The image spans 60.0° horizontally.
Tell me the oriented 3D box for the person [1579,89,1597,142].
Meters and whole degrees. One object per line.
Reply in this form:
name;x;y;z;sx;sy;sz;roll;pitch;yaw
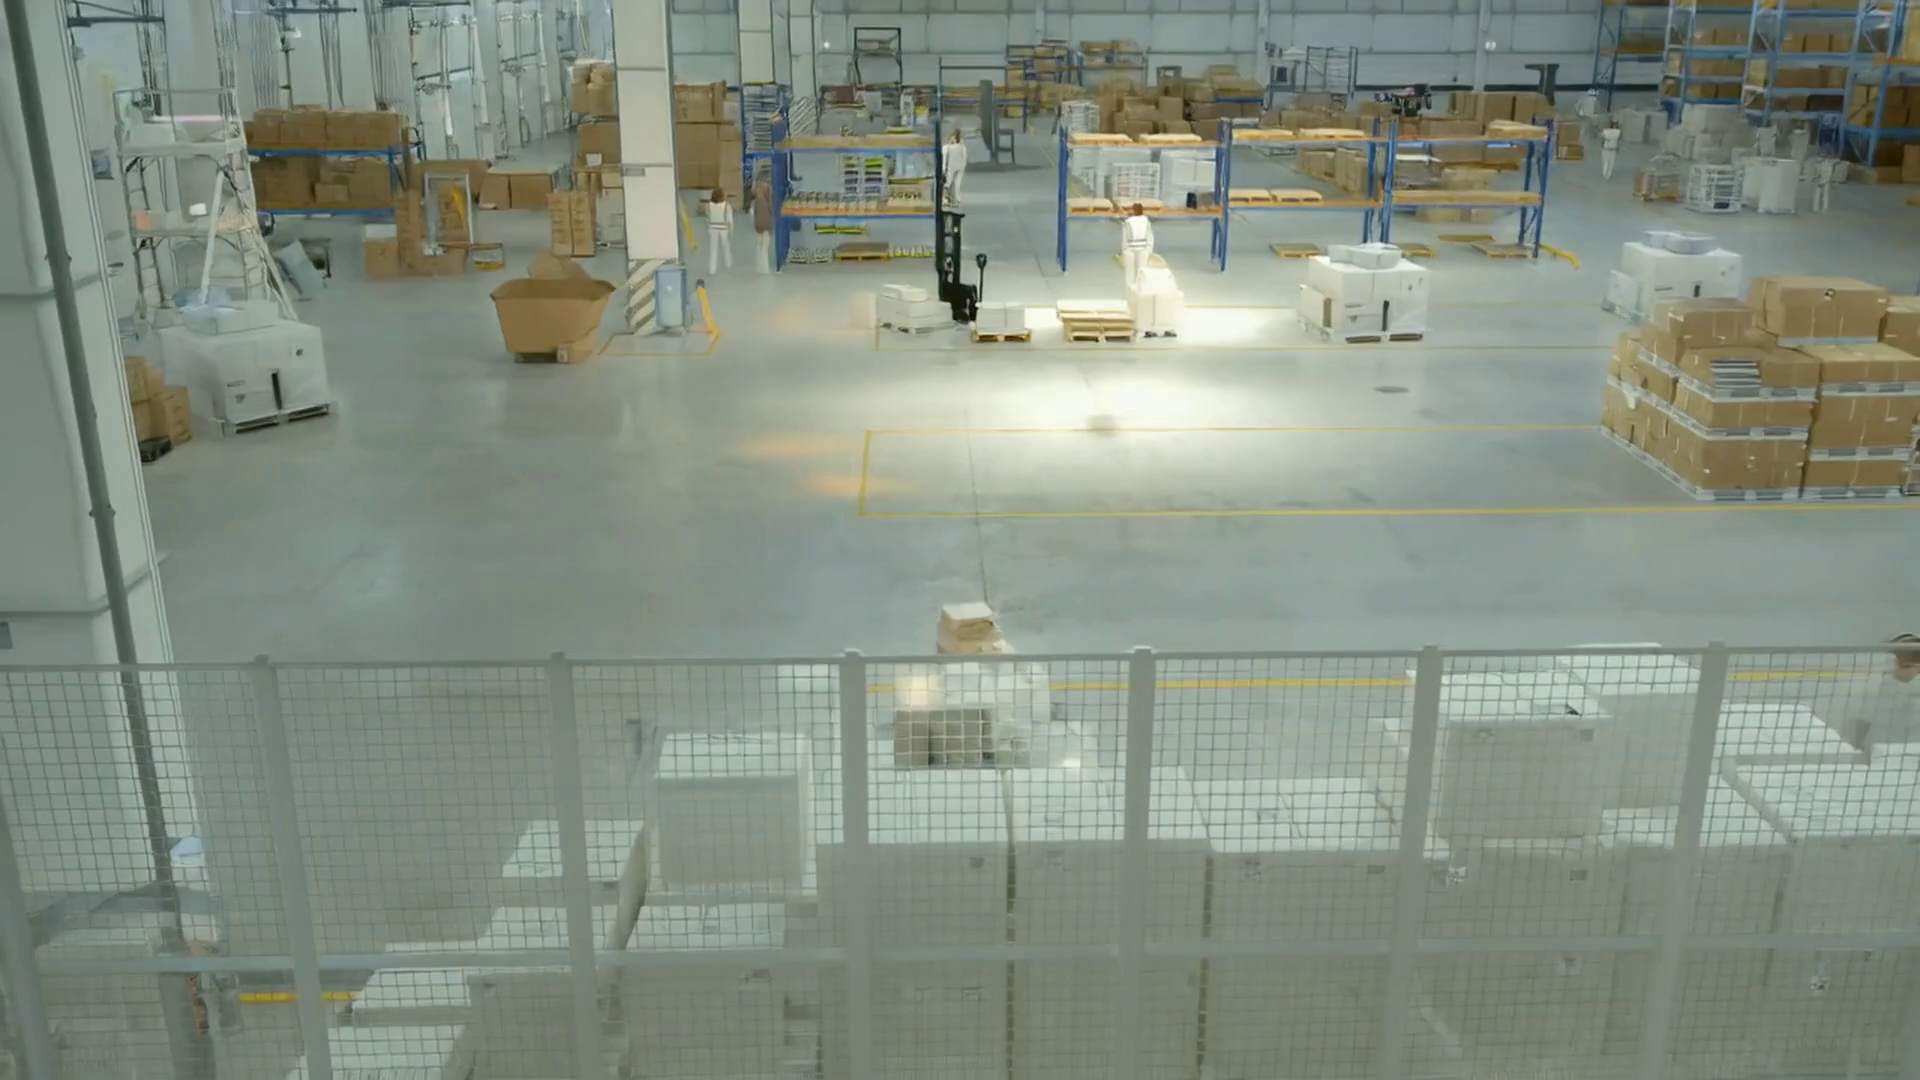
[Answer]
person;23.822;-16.128;63.165;0.610;1.950;1.003;-2;19;-7

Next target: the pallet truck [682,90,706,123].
pallet truck;-9.671;-15.907;62.421;0.823;1.965;1.885;5;19;15

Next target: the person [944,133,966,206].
person;-0.148;-10.063;45.176;0.630;1.940;0.372;5;19;15

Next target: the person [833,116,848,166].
person;-3.912;-13.141;54.768;0.520;1.639;0.312;2;19;7

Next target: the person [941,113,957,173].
person;-0.410;-12.534;52.567;0.624;1.911;0.931;-3;19;-7

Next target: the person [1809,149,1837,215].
person;22.521;-9.330;43.374;0.535;1.697;0.318;-1;19;-3

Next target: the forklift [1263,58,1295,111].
forklift;13.157;-18.329;68.246;1.129;2.768;1.873;-1;19;-1

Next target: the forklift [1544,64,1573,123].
forklift;22.520;-16.761;63.594;1.873;2.768;1.129;6;20;18

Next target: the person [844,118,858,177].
person;-3.401;-12.192;51.665;0.525;1.825;0.668;-17;25;-41

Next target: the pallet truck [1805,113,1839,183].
pallet truck;26.403;-11.957;50.702;0.823;1.965;1.885;6;19;16

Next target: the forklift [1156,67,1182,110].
forklift;7.674;-16.089;61.599;1.129;2.768;1.873;-9;21;-25

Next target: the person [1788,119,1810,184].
person;25.207;-11.647;49.926;0.624;1.913;0.494;-8;20;-22

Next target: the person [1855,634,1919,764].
person;6.170;1.465;11.111;0.536;1.851;0.662;-3;19;-10

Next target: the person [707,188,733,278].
person;-4.929;-6.332;34.274;0.581;1.842;0.927;3;19;9

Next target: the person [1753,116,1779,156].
person;24.726;-12.039;51.070;0.643;1.929;0.825;7;20;20

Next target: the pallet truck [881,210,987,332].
pallet truck;-0.493;-4.759;29.349;1.885;1.965;0.823;-13;23;-34

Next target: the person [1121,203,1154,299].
person;3.397;-5.549;31.958;0.619;1.835;0.432;-3;19;-8

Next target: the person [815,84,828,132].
person;-5.439;-17.402;67.023;0.961;1.903;0.537;-6;20;-18

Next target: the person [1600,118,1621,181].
person;19.746;-11.858;50.568;0.598;1.901;0.778;10;21;26

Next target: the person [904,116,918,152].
person;-1.574;-12.768;53.517;0.480;1.734;0.335;-7;20;-21

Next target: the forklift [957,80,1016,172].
forklift;0.848;-13.256;53.197;1.873;2.768;1.129;-1;19;-2

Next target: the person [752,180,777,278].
person;-4.045;-6.391;34.192;0.379;1.996;0.608;-11;21;-29
